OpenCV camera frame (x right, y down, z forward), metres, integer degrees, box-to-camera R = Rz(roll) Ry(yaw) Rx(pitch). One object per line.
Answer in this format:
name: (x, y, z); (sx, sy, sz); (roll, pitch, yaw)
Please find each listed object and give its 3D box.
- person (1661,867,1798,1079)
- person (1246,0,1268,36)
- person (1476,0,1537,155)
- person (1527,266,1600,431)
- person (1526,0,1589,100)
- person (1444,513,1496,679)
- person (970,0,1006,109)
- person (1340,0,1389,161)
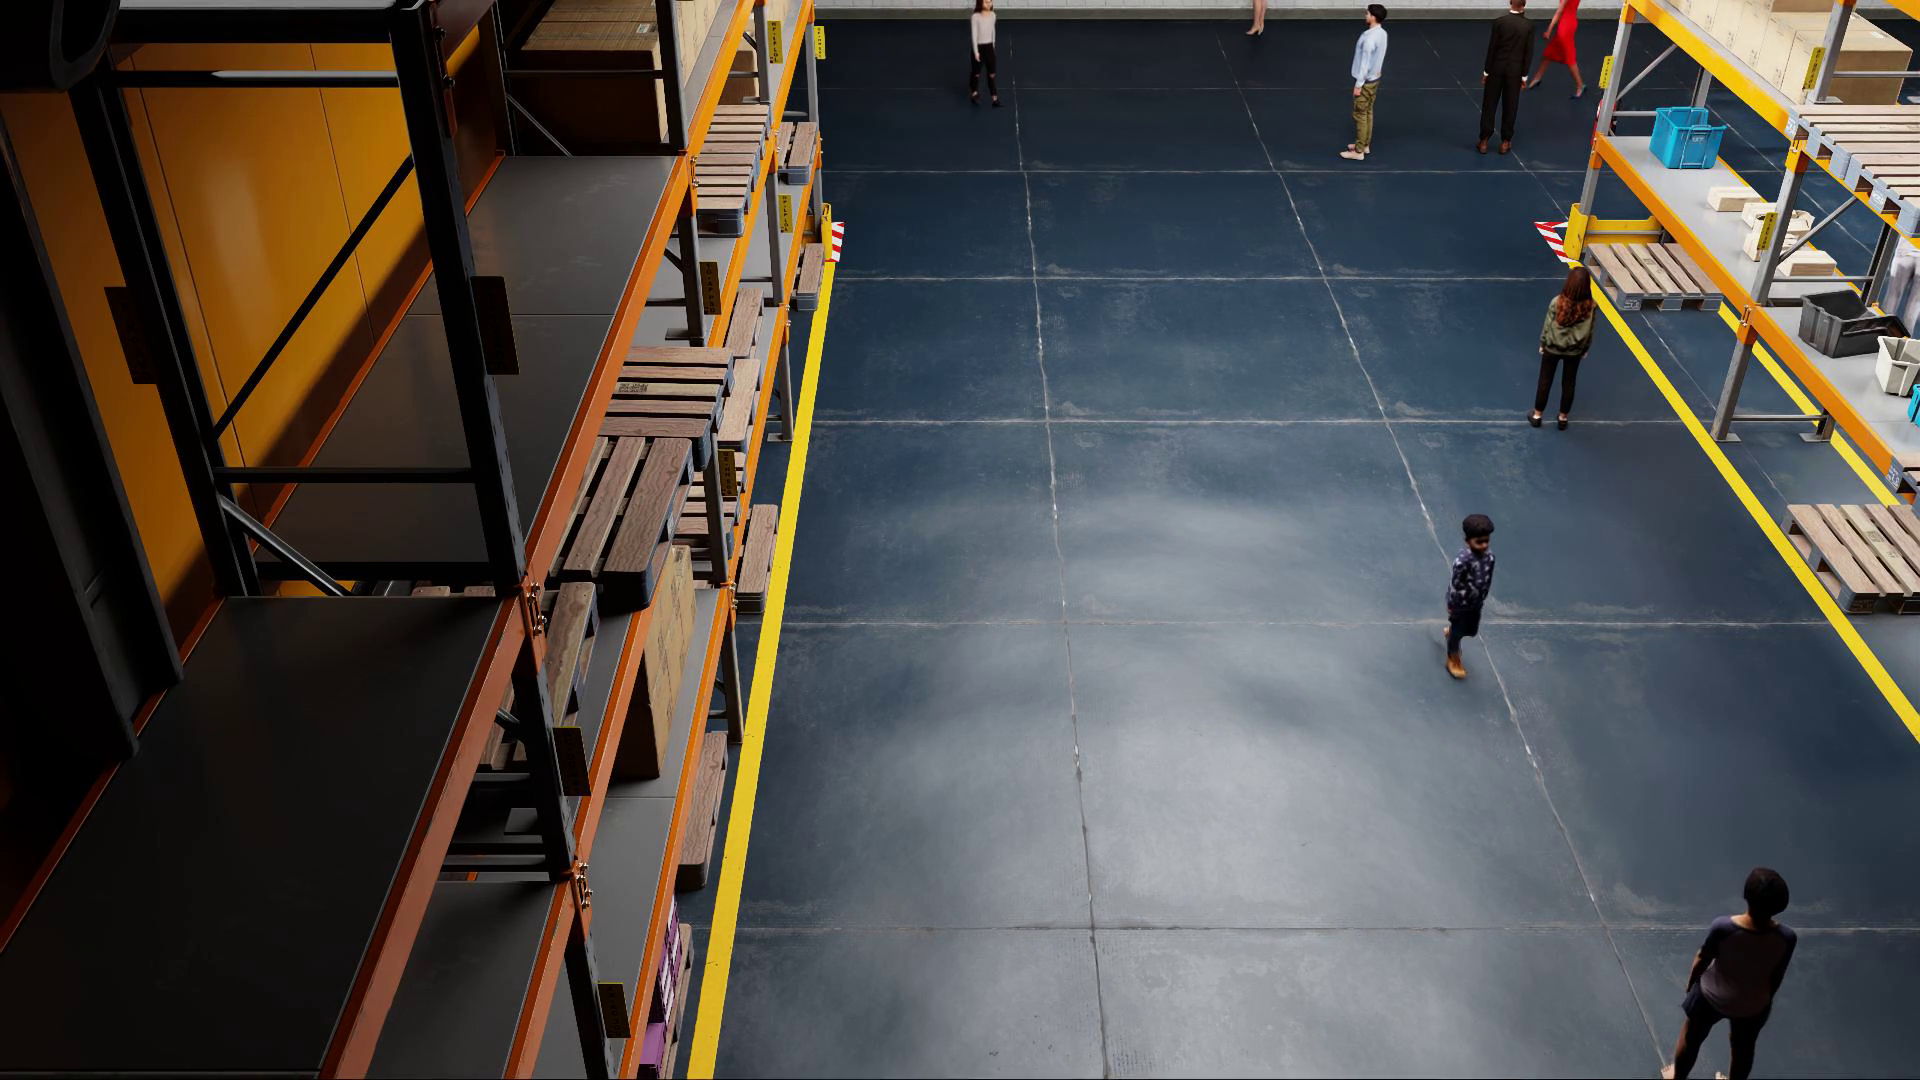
person: (3.864, 2.261, 8.322); (0.626, 1.561, 0.609); (10, 35, 14)
person: (4.276, -8.142, 23.781); (0.836, 1.774, 0.756); (20, 39, 28)
person: (6.487, -5.556, 19.773); (0.754, 1.904, 0.716); (9, 35, 14)
person: (5.191, -1.648, 14.282); (0.608, 1.474, 0.544); (6, 34, 9)
person: (7.857, -6.494, 21.371); (1.015, 1.698, 1.098); (20, 38, 27)
person: (3.475, 0.359, 11.472); (0.577, 1.243, 0.668); (-9, 35, -13)
person: (0.241, -6.268, 21.249); (0.797, 1.455, 0.961); (-16, 37, -23)
person: (4.812, -5.416, 19.646); (0.819, 1.812, 0.695); (18, 38, 25)
